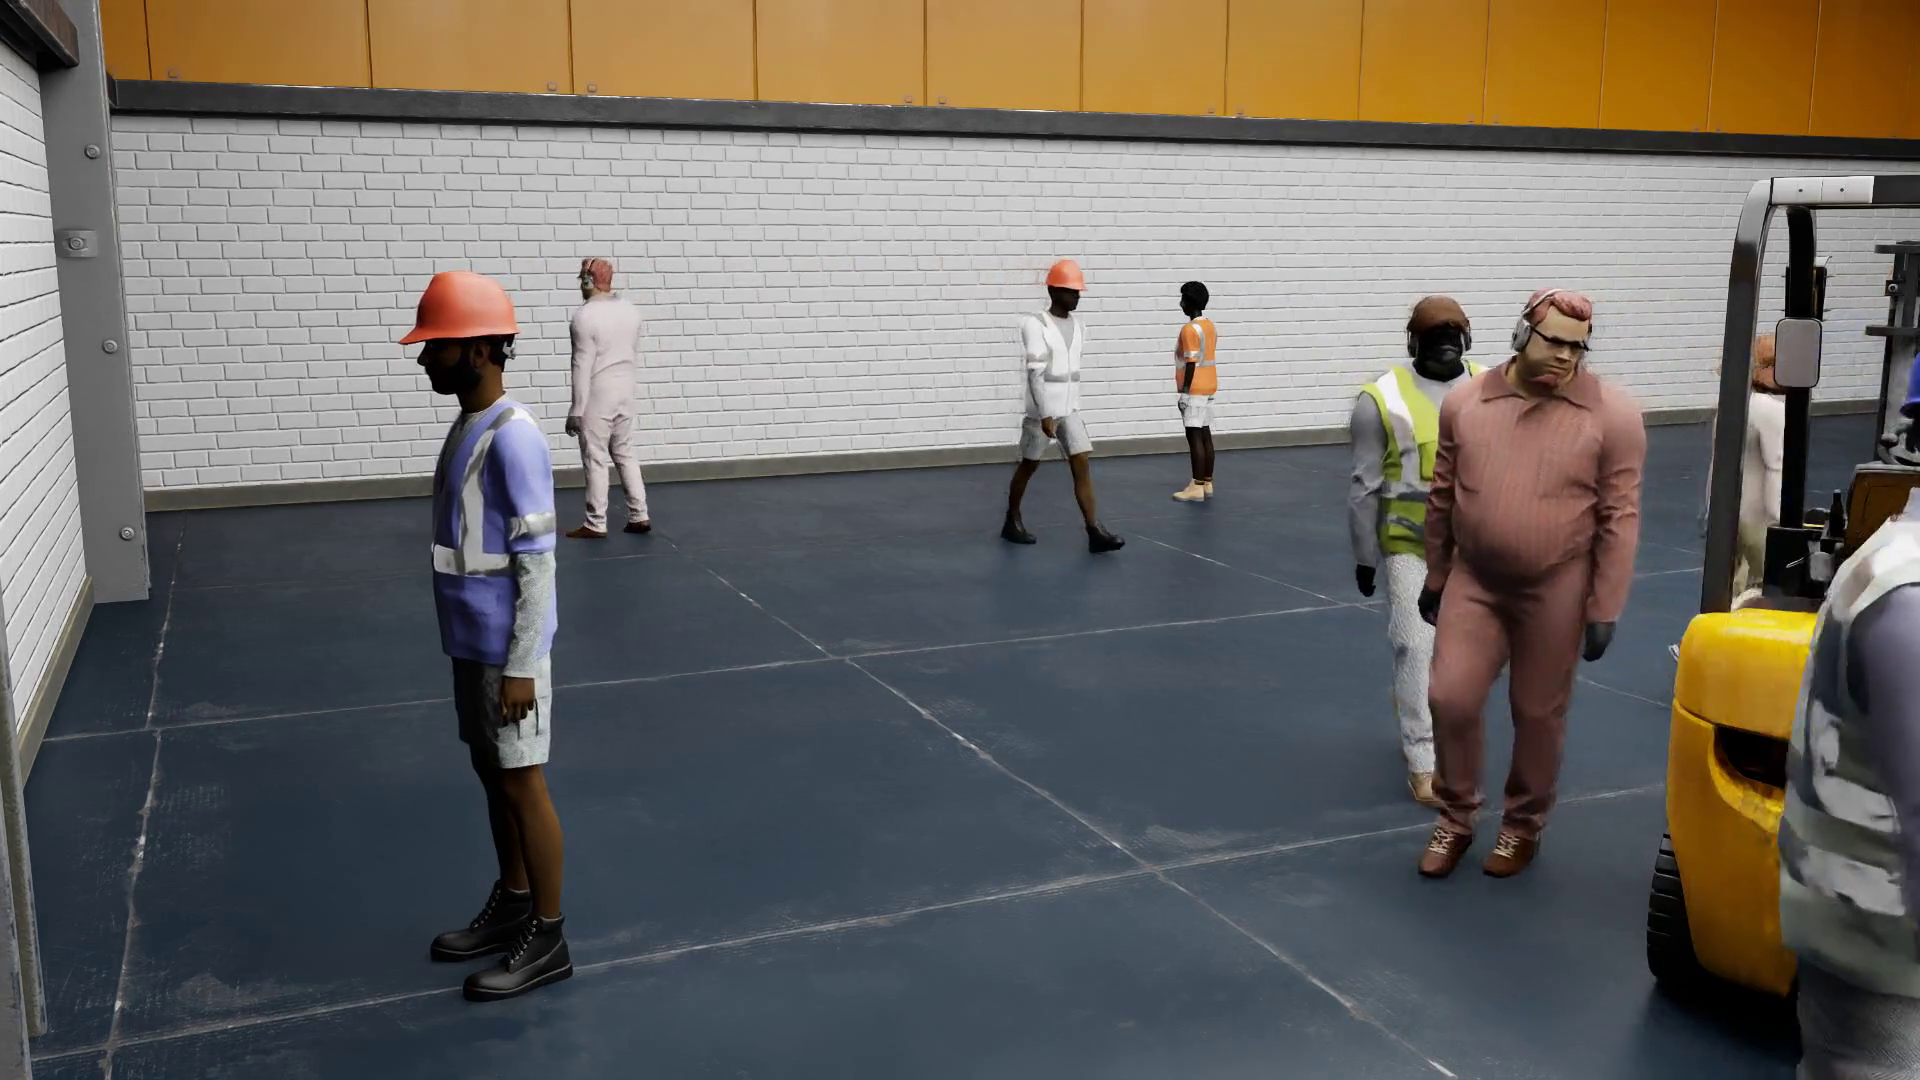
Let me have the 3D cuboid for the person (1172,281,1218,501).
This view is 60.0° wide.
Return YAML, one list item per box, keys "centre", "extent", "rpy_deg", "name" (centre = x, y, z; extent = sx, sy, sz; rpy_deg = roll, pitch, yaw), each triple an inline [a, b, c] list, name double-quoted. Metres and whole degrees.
- centre: [1.821, -1.150, 12.881]
  extent: [0.318, 1.697, 0.540]
  rpy_deg: [5, 11, 26]
  name: "person"

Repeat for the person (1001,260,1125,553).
- centre: [0.629, -0.858, 10.792]
  extent: [0.550, 1.885, 1.018]
  rpy_deg: [-8, 13, -37]
  name: "person"

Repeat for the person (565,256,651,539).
- centre: [-2.423, -0.947, 11.240]
  extent: [0.406, 1.921, 0.649]
  rpy_deg: [5, 12, 28]
  name: "person"

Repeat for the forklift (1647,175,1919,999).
- centre: [2.810, 0.094, 4.662]
  extent: [1.214, 2.155, 2.313]
  rpy_deg: [7, 12, 34]
  name: "forklift"

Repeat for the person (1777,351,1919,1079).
- centre: [1.494, 0.616, 2.543]
  extent: [0.574, 1.915, 0.710]
  rpy_deg: [8, 13, 37]
  name: "person"

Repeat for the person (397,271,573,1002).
- centre: [-1.271, 0.259, 4.457]
  extent: [0.362, 1.935, 0.552]
  rpy_deg: [-6, 12, -31]
  name: "person"

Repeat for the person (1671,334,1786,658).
- centre: [3.390, -0.093, 7.271]
  extent: [0.424, 1.614, 0.566]
  rpy_deg: [-1, 10, -4]
  name: "person"

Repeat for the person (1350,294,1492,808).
- centre: [1.746, 0.020, 6.080]
  extent: [0.652, 1.824, 0.658]
  rpy_deg: [-1, 10, -5]
  name: "person"

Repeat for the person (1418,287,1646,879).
- centre: [1.705, 0.165, 5.150]
  extent: [0.684, 1.872, 0.623]
  rpy_deg: [7, 13, 35]
  name: "person"
